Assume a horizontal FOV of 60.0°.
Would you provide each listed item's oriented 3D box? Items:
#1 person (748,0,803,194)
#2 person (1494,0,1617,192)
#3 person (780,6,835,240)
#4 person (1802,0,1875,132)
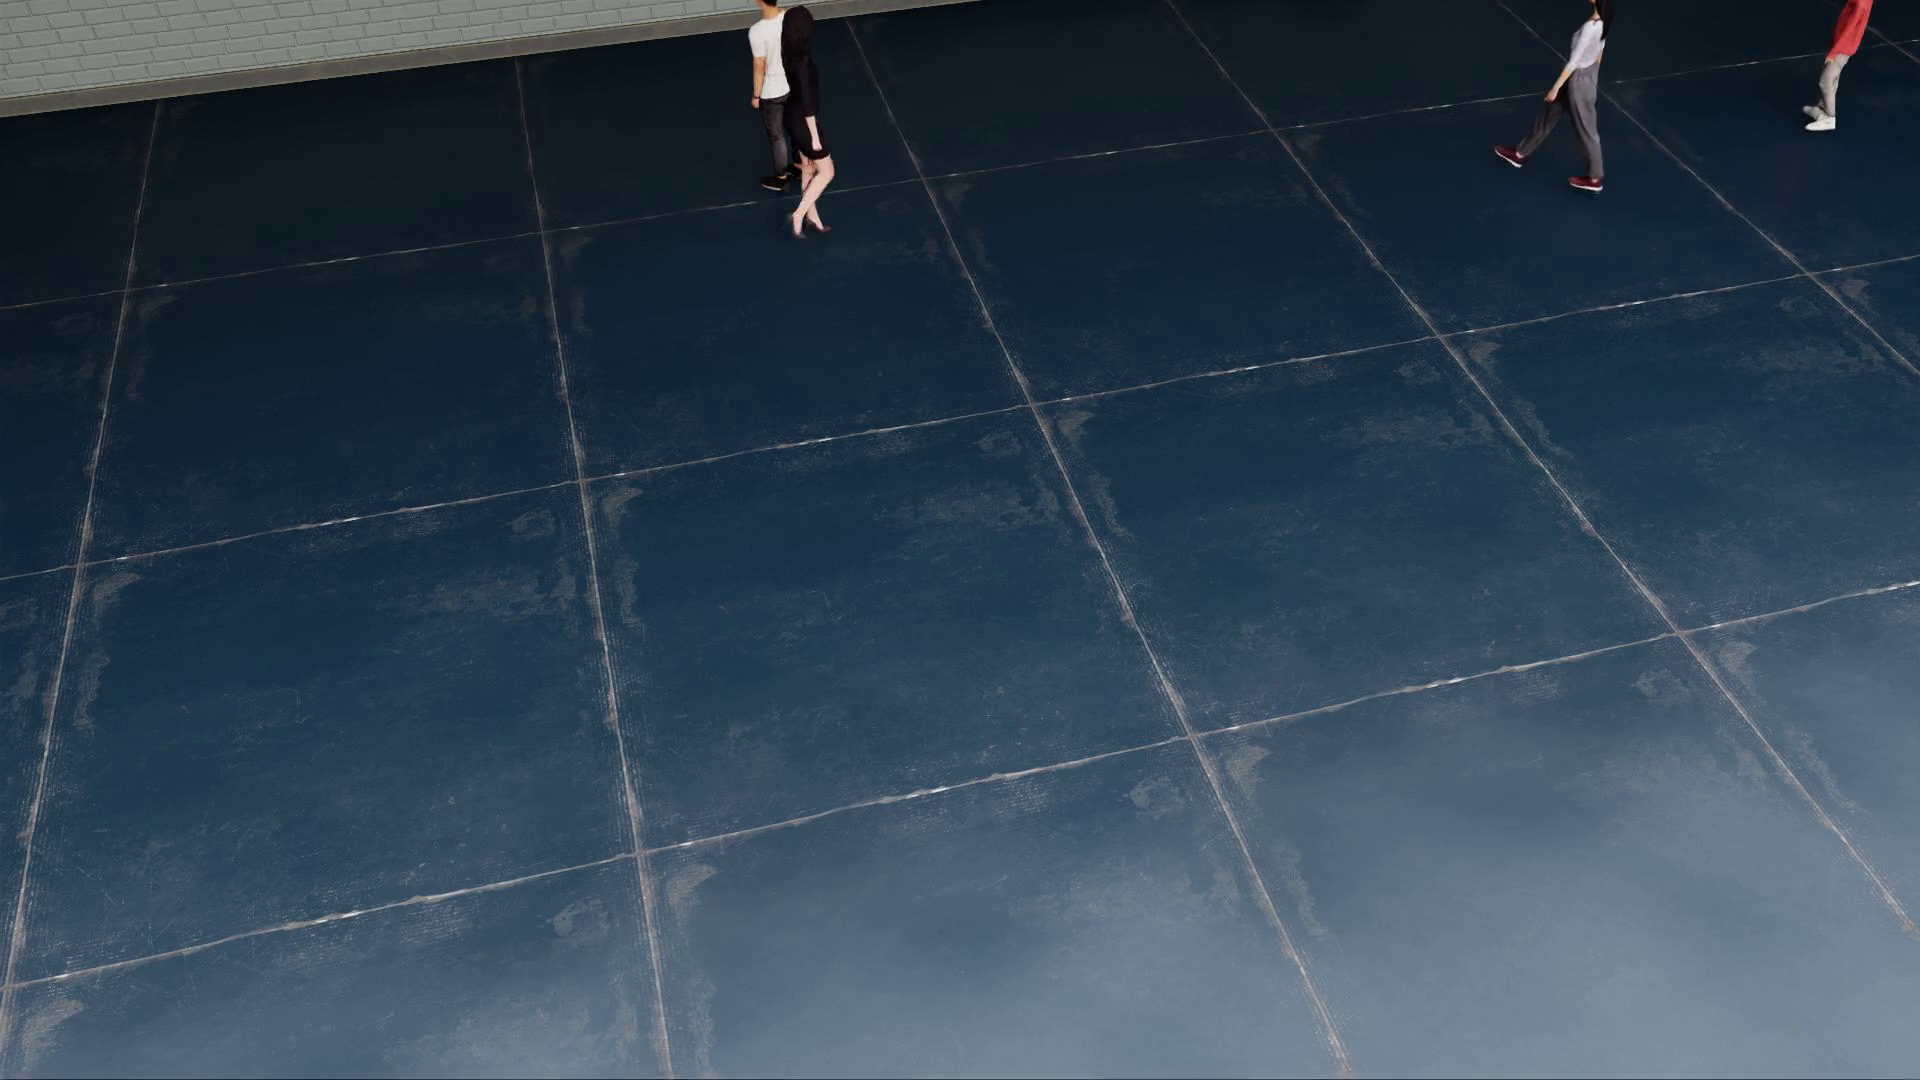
[{"bbox_3d":[-1.387,-3.472,12.648,0.729,1.717,0.705,29,50,27],"label":"person"},{"bbox_3d":[4.782,-3.407,12.605,1.179,1.680,1.091,24,48,23],"label":"person"},{"bbox_3d":[-1.203,-2.977,12.062,0.705,1.791,0.596,-9,44,-10],"label":"person"},{"bbox_3d":[7.179,-4.033,13.477,0.676,1.405,0.722,-30,51,-28],"label":"person"}]
